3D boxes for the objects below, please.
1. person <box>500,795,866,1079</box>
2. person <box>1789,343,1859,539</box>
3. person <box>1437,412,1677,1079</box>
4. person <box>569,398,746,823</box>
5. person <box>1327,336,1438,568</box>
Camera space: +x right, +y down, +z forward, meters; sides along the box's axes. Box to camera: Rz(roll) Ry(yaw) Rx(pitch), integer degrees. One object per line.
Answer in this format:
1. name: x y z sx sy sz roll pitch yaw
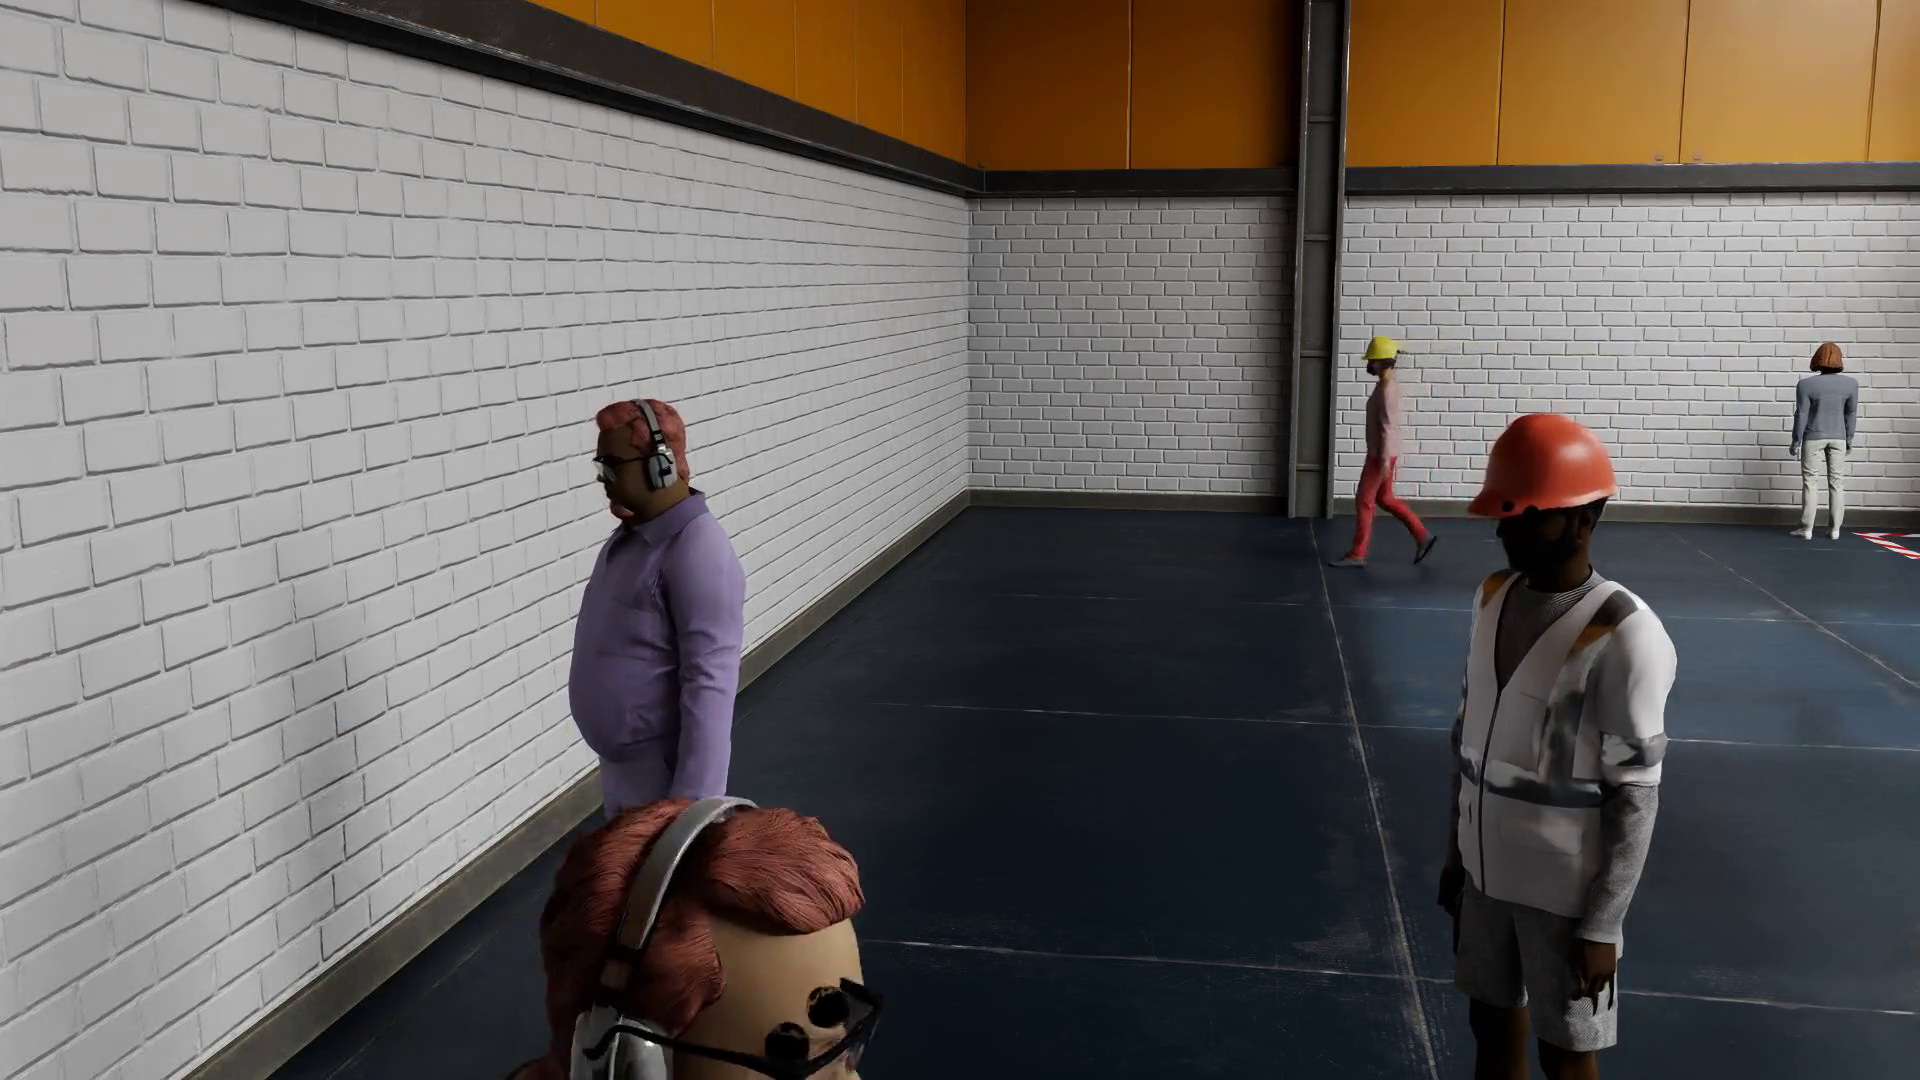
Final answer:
1. person: -0.197 1.102 1.239 1.006 1.849 0.656 6 11 32
2. person: 7.148 -0.813 13.785 0.499 1.634 0.279 1 9 5
3. person: 1.194 0.697 3.490 0.361 1.935 0.544 -4 10 -22
4. person: -0.791 0.586 4.276 0.410 1.905 0.641 -5 11 -30
5. person: 3.181 -0.649 12.414 0.739 1.744 0.543 3 10 17
